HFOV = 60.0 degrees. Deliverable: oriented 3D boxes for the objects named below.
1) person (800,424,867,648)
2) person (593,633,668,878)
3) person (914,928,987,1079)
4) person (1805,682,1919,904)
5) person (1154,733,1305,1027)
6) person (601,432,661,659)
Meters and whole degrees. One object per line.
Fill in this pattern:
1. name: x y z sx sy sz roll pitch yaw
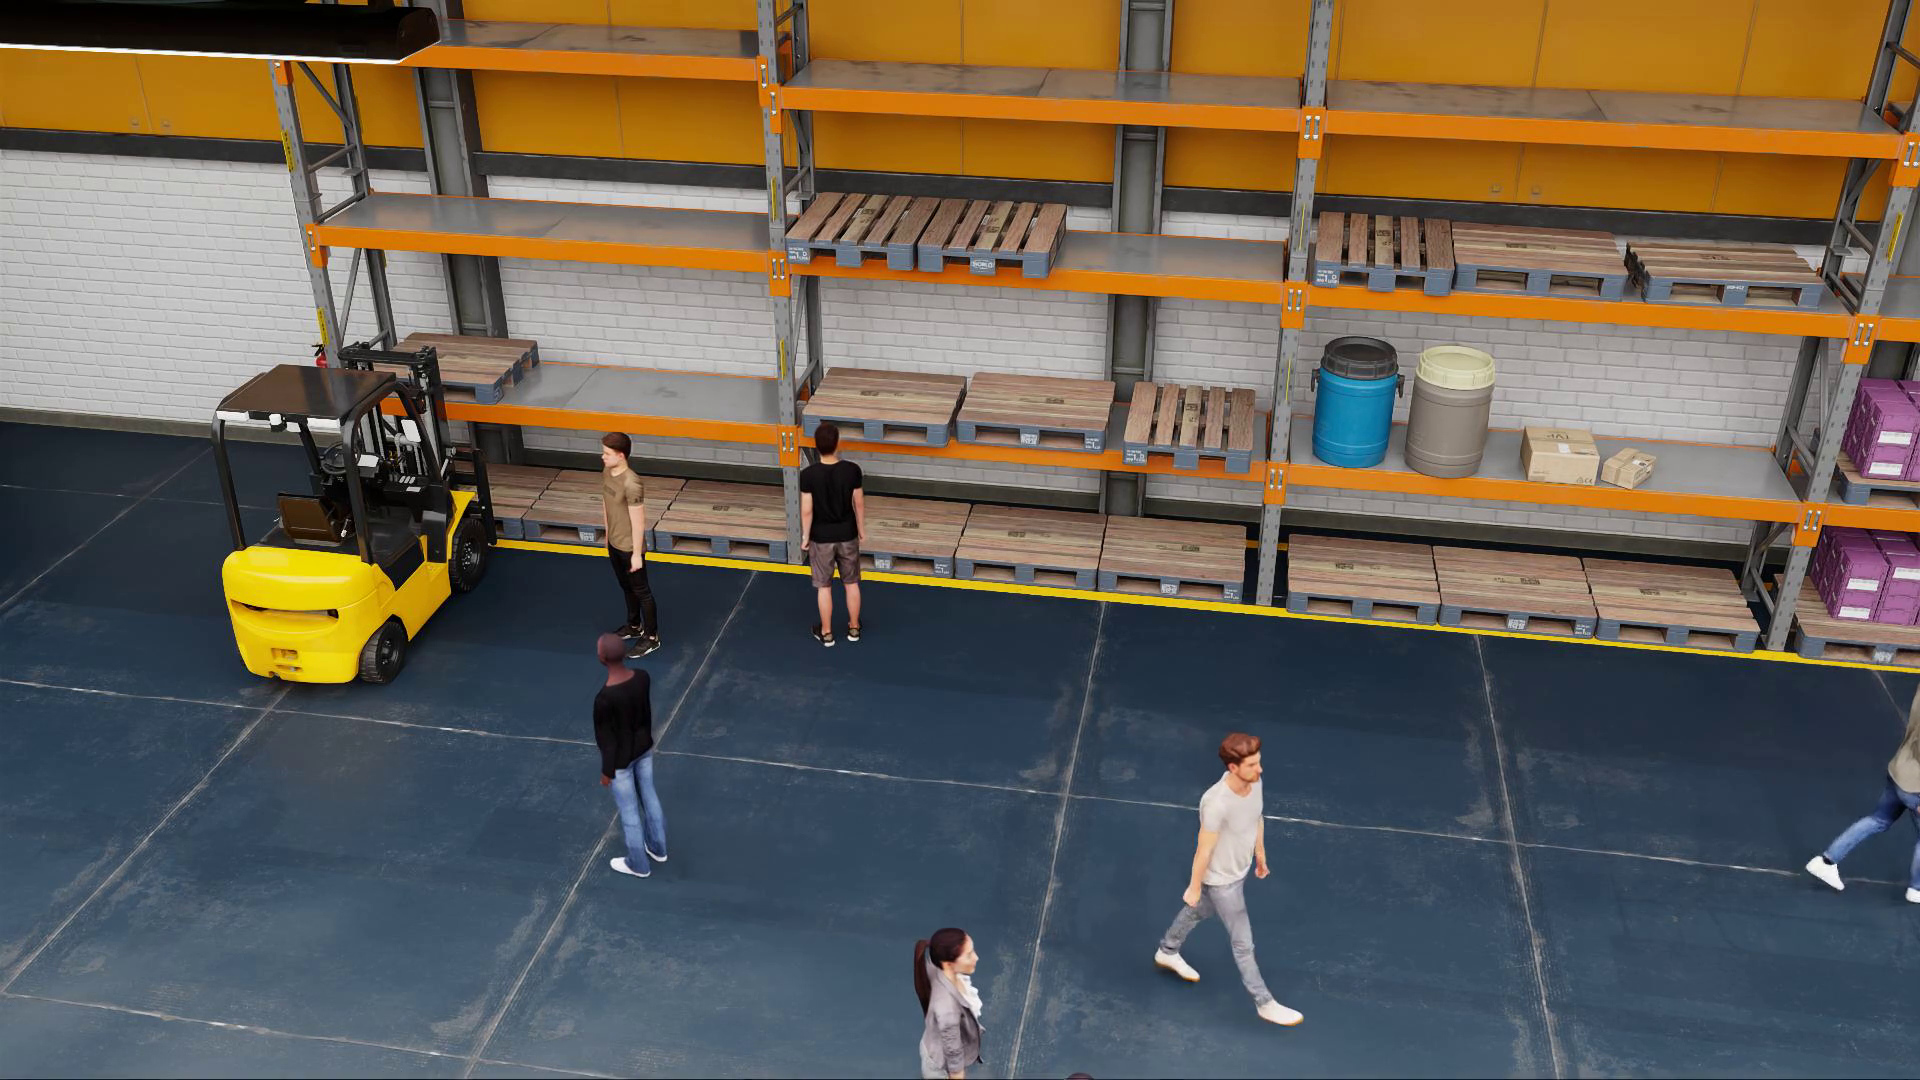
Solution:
1. person: -0.982 -0.034 12.884 0.686 1.861 0.827 -7 29 -12
2. person: -2.083 1.348 10.468 0.662 1.748 0.670 17 33 28
3. person: -0.071 2.593 8.260 0.681 1.677 0.694 -4 29 -8
4. person: 5.762 1.449 10.176 1.163 1.850 0.777 2 29 3
5. person: 1.432 1.857 9.434 1.313 1.845 1.038 18 34 30
6. person: -2.557 0.012 12.808 0.803 1.852 0.726 -21 35 -34
